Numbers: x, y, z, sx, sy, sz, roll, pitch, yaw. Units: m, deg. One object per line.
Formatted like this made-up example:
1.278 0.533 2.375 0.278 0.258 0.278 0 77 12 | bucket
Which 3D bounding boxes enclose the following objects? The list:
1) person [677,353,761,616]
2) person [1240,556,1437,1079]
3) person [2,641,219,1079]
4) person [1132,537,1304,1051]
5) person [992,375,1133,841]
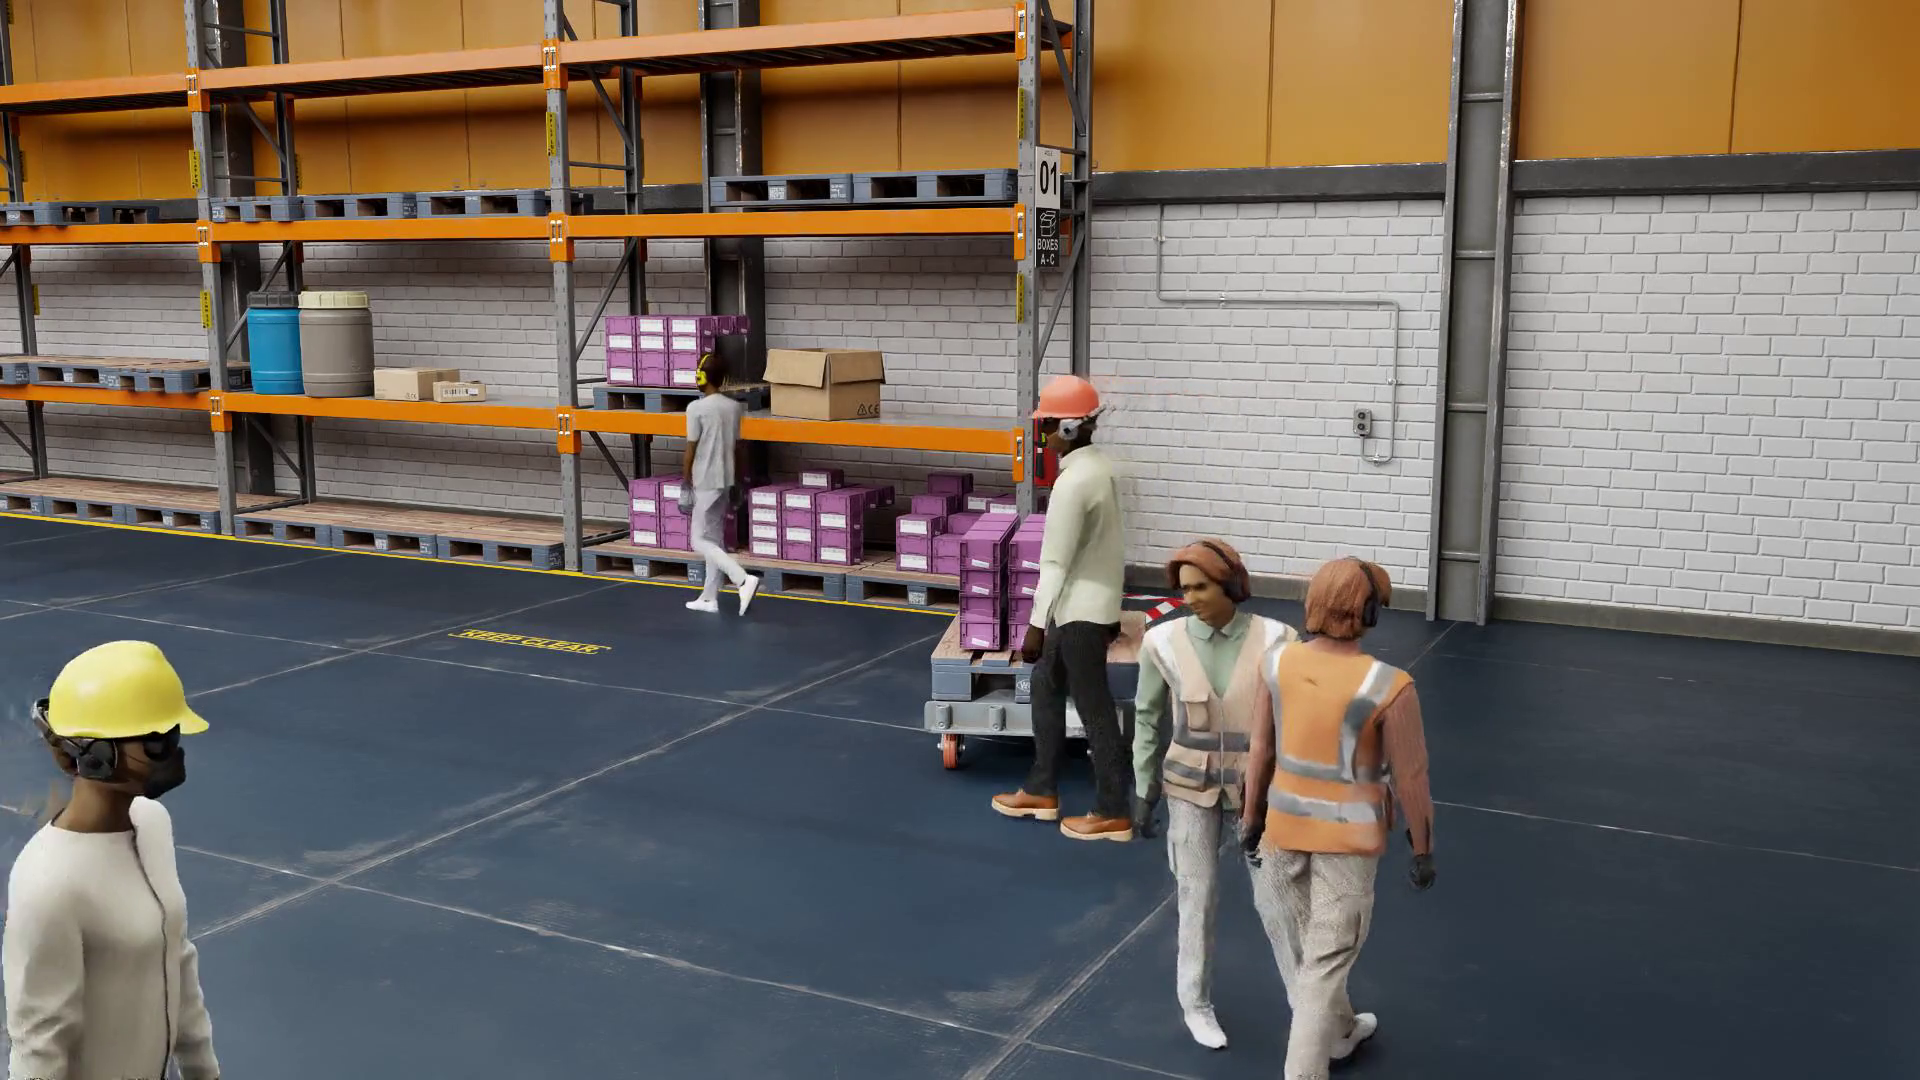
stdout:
-1.689 -0.370 11.532 0.691 1.850 0.536 6 11 31 | person
1.122 0.843 4.771 0.772 1.606 0.539 -8 12 -42 | person
-1.520 1.048 3.079 0.558 1.744 0.547 -1 9 -8 | person
0.819 0.792 5.076 0.597 1.617 0.396 2 9 11 | person
0.394 0.294 7.026 0.804 1.966 0.634 3 10 16 | person
